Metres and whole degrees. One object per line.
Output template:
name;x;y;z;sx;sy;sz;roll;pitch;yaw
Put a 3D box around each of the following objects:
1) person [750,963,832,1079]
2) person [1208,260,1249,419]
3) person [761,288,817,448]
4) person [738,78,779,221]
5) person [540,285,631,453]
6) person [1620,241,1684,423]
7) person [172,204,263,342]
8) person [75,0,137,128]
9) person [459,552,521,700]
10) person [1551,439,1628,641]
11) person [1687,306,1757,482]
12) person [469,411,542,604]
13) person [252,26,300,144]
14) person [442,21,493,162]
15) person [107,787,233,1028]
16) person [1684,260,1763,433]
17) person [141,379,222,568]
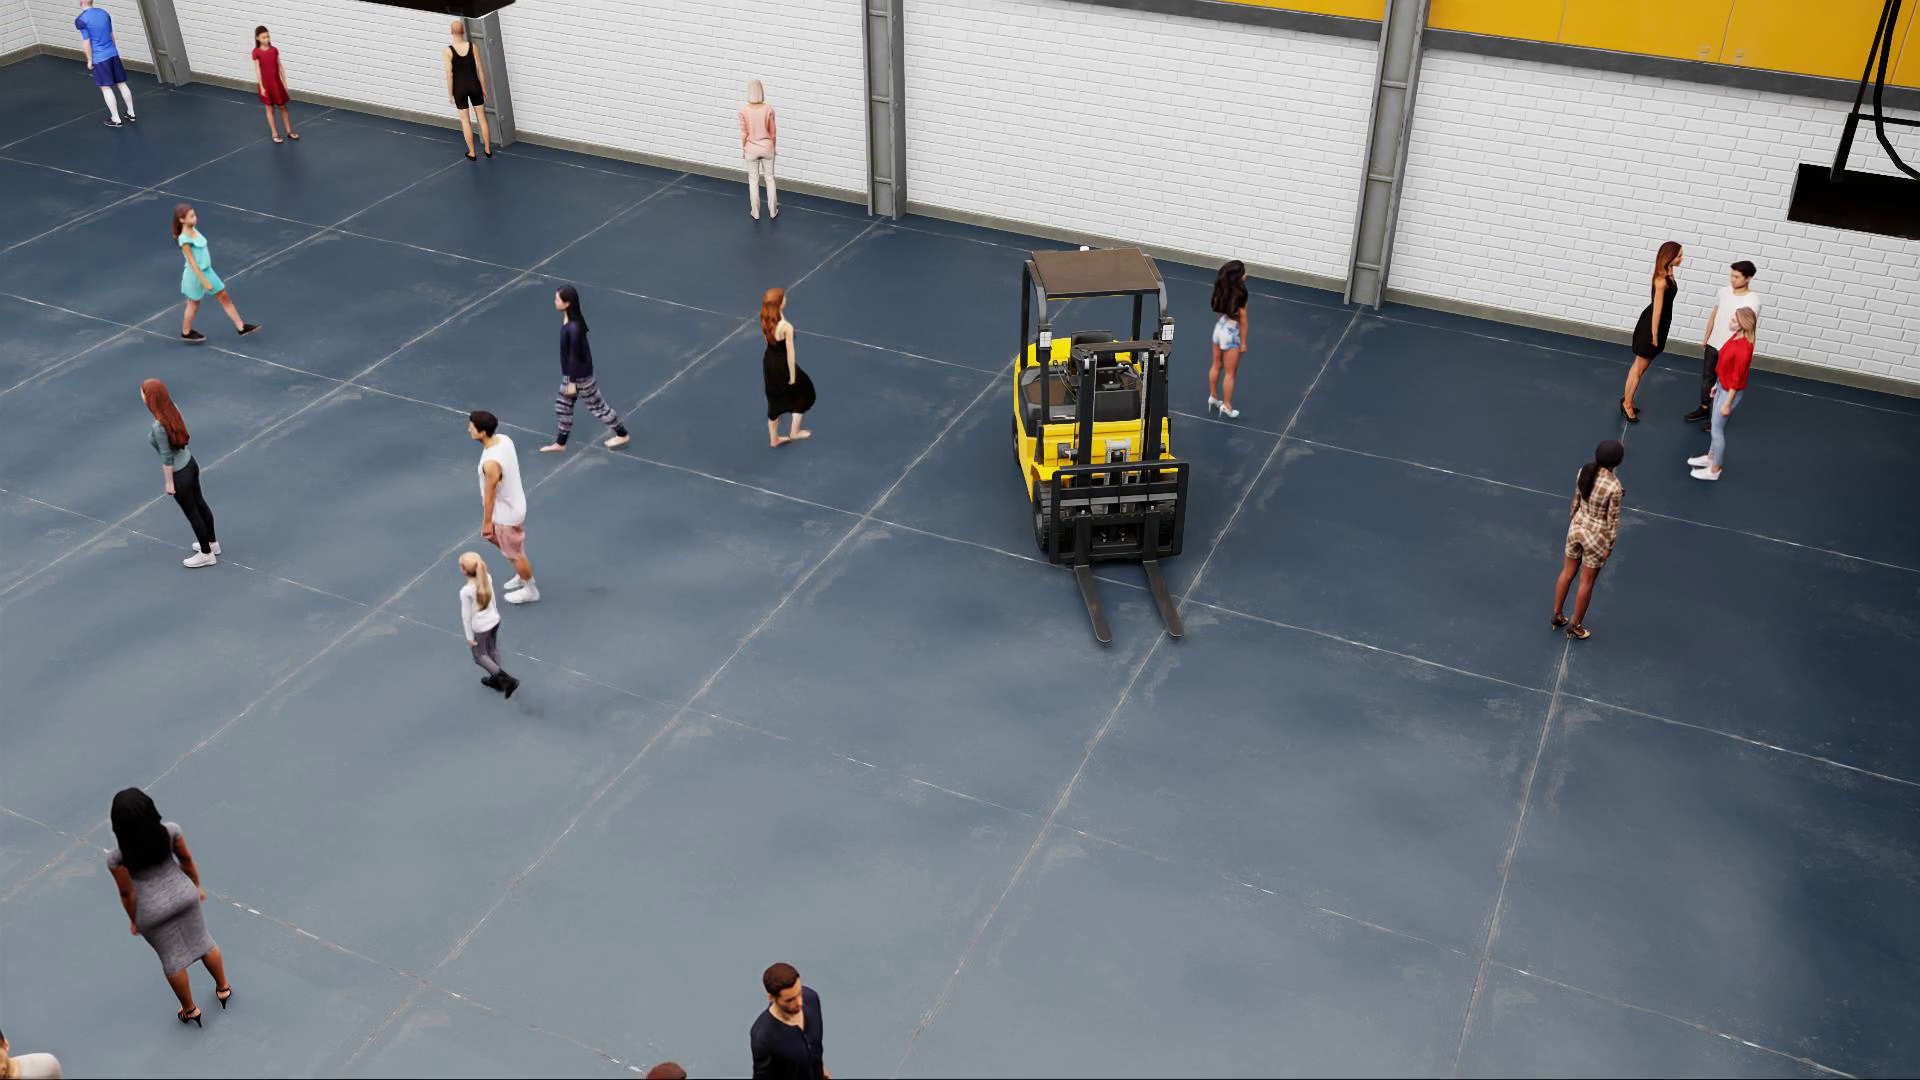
person;-0.880;2.857;8.642;0.598;1.858;0.674;22;39;29
person;2.592;-1.946;16.078;0.724;1.626;0.648;-17;37;-23
person;-1.740;-1.562;15.514;0.678;1.611;0.740;27;42;34
person;-2.439;-4.752;20.209;0.654;1.726;0.744;-7;34;-10
person;-3.448;-1.556;15.435;1.143;1.687;1.055;-9;35;-13
person;6.640;-2.002;15.973;0.506;1.835;0.570;15;36;21
person;-8.027;-2.745;17.378;1.126;1.518;0.853;0;34;0
person;-11.831;-6.664;22.980;0.574;1.842;0.672;16;37;22
person;-3.526;0.658;12.485;0.715;1.265;0.527;19;38;26
person;4.914;-0.003;13.002;0.742;1.795;0.661;-17;37;-24
person;6.966;-1.330;15.084;0.584;1.700;0.657;8;34;11
person;-3.573;-0.247;13.388;0.798;1.774;0.760;-2;34;-4
person;-9.331;-6.195;22.535;0.640;1.553;0.702;-26;42;-34
person;-6.480;-5.908;21.868;0.714;1.814;0.712;-18;38;-25
person;-4.652;2.157;9.765;0.632;1.781;0.656;29;43;36
person;7.342;-1.877;15.893;0.773;1.716;0.684;-16;37;-22
person;-6.515;-0.565;13.894;0.674;1.743;0.668;-1;34;-1
